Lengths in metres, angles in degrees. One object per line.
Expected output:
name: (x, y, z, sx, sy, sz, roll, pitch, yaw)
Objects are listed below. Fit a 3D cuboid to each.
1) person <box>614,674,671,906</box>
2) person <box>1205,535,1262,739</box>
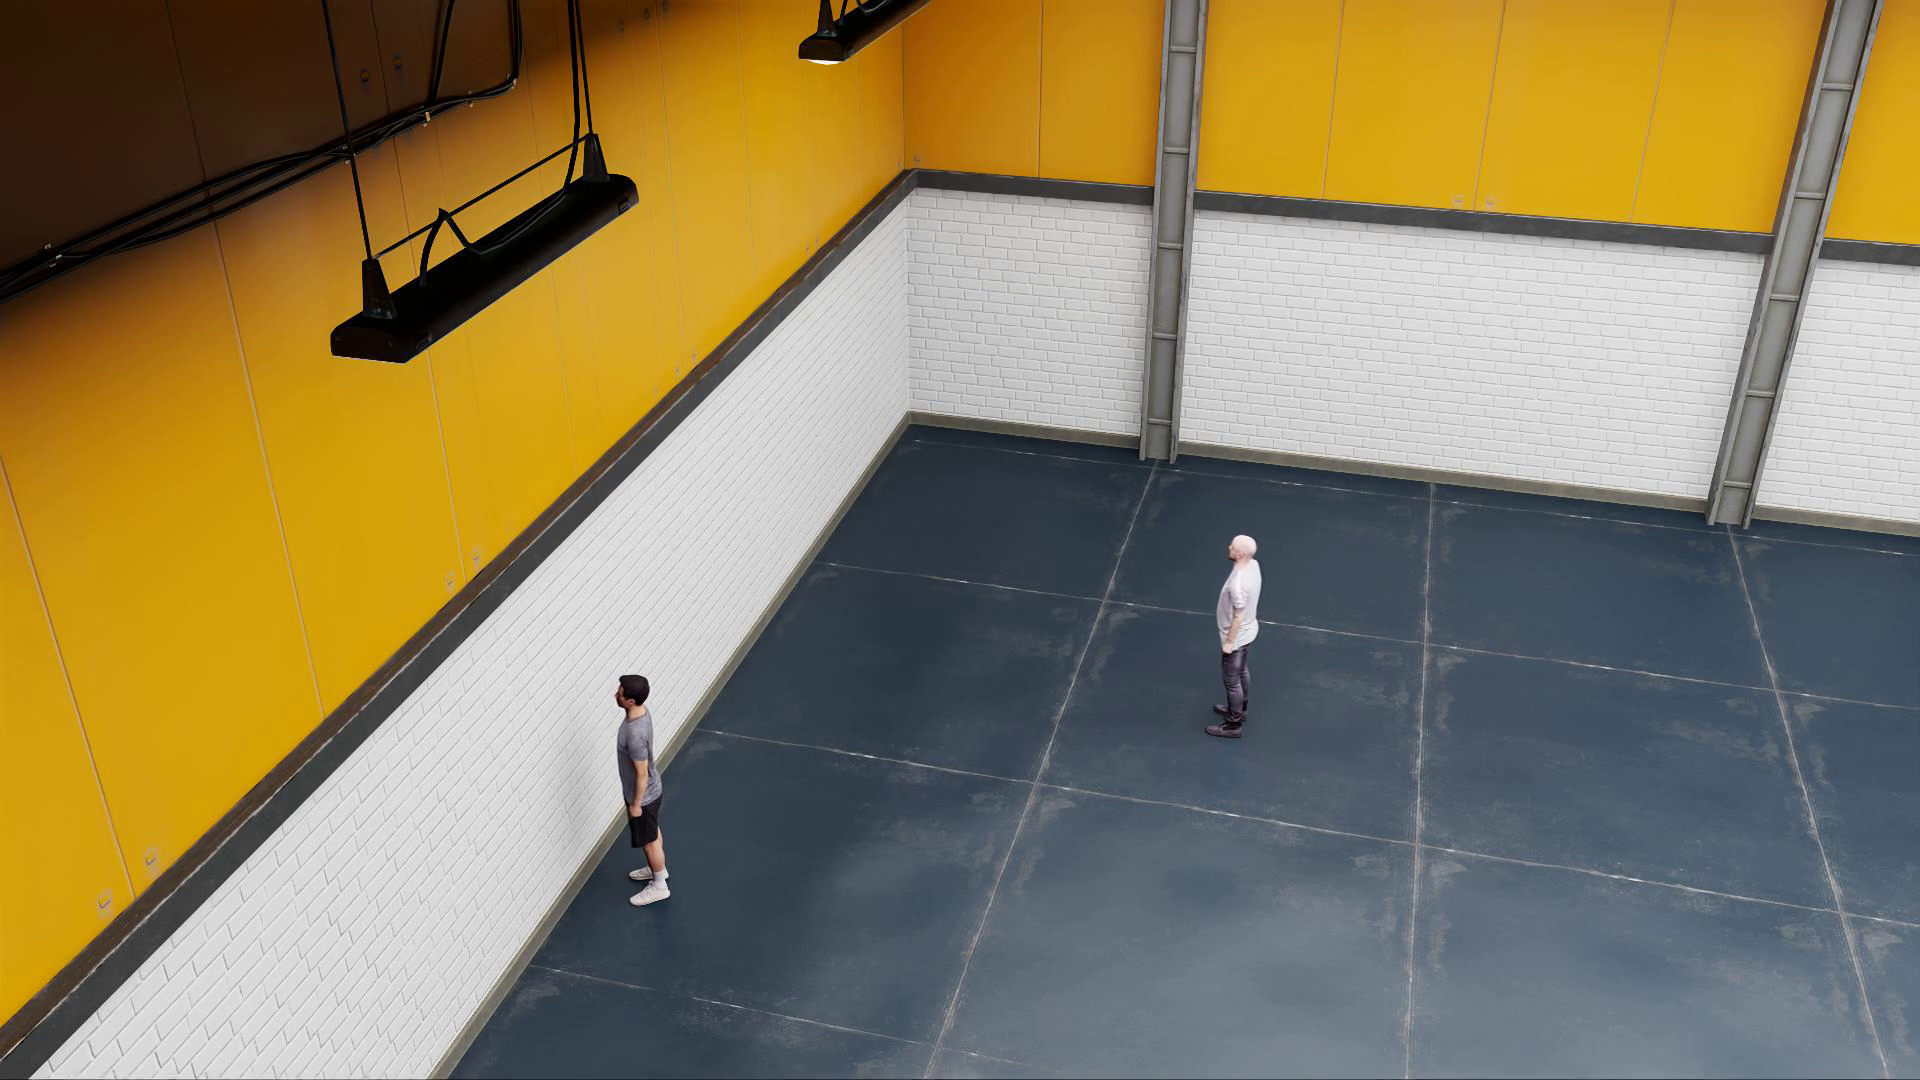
person: (-2.266, 1.762, 11.879, 0.703, 1.871, 0.733, -5, 29, -9)
person: (2.291, 0.778, 13.726, 0.602, 1.831, 0.687, 11, 30, 19)
